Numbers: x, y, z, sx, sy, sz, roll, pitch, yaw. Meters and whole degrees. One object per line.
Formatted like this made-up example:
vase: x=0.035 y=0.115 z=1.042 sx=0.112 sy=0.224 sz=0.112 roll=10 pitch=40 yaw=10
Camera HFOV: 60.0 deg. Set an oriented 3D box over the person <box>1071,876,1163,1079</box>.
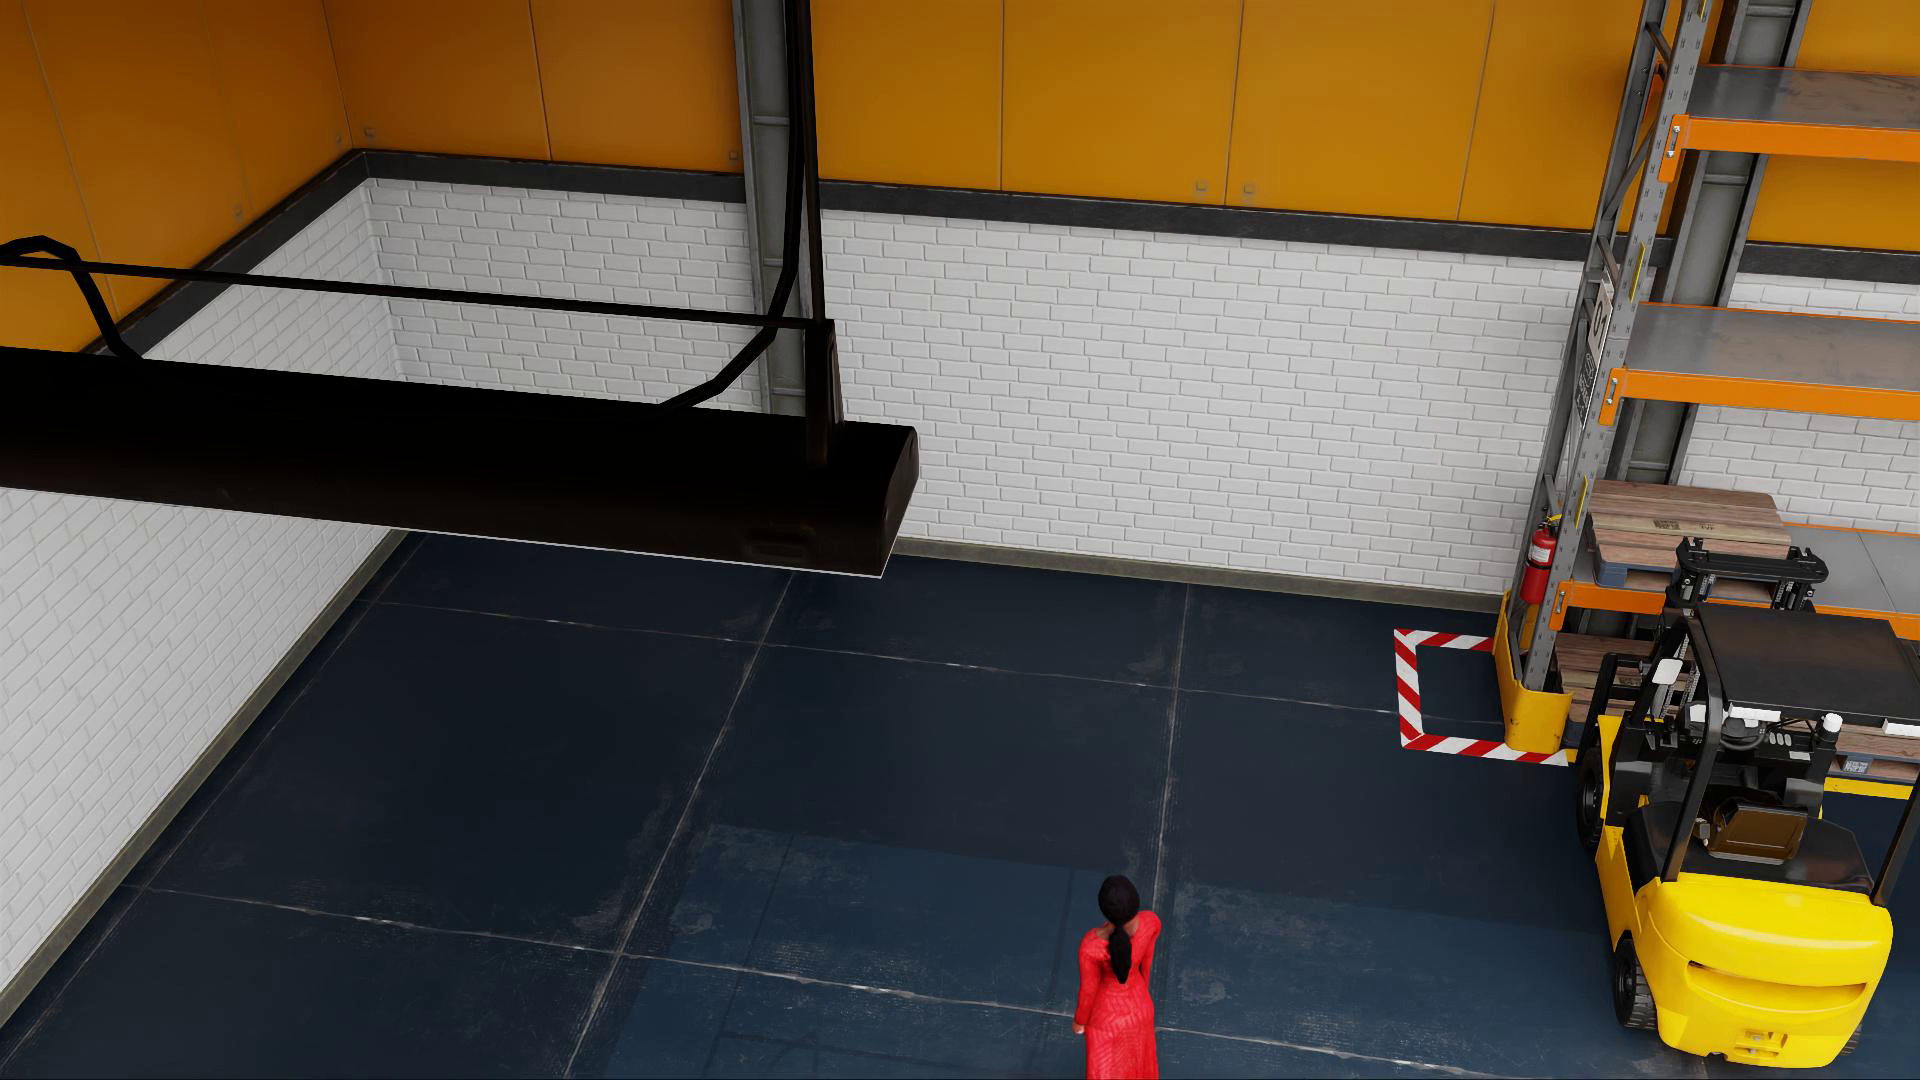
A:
person: x=0.765 y=2.315 z=8.087 sx=0.742 sy=1.784 sz=0.806 roll=-20 pitch=38 yaw=-27
